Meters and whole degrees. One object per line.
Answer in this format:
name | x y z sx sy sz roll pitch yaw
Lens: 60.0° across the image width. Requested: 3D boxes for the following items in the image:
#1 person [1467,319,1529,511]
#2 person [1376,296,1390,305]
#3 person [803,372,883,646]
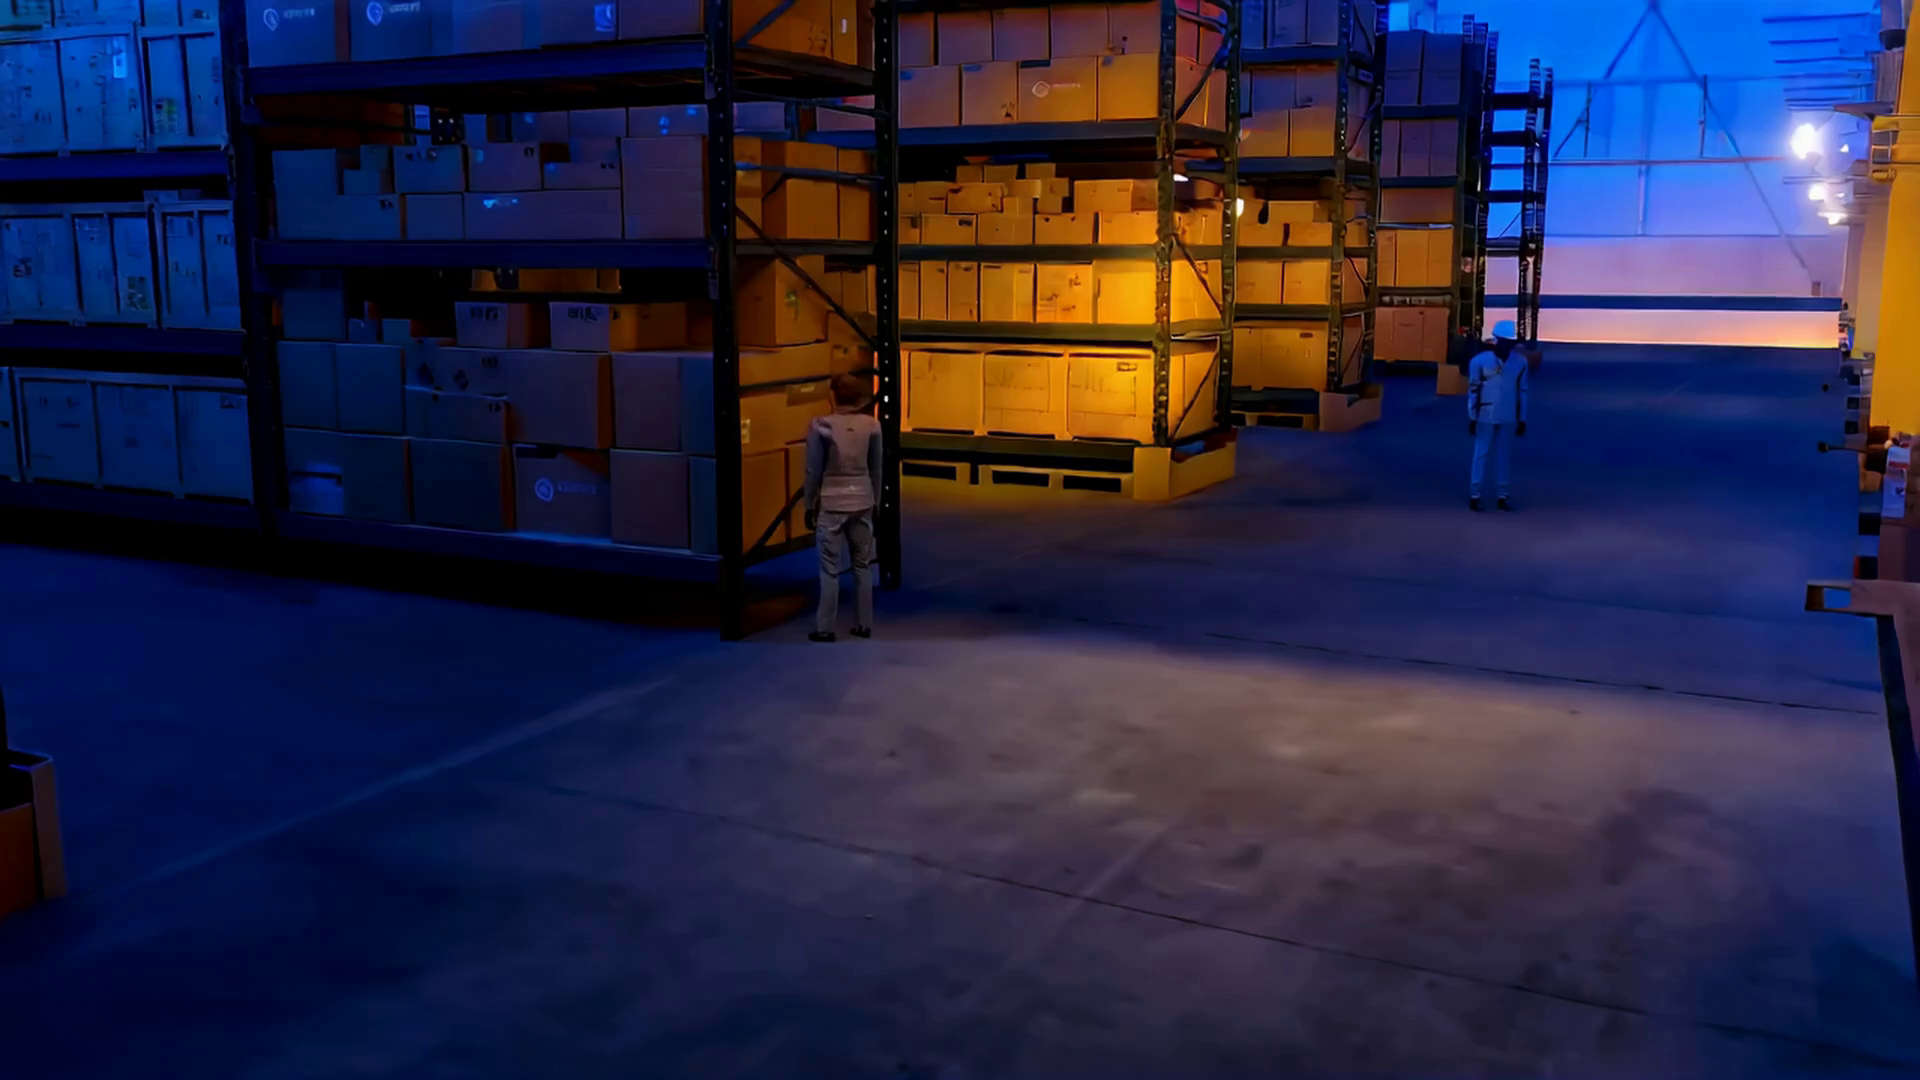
person | 4.874 -1.124 15.046 0.563 1.743 0.351 -1 10 -4
person | 8.303 -4.249 32.944 0.879 1.815 0.577 3 10 15
person | -0.685 -0.183 9.927 0.526 1.630 0.313 -6 12 -33
